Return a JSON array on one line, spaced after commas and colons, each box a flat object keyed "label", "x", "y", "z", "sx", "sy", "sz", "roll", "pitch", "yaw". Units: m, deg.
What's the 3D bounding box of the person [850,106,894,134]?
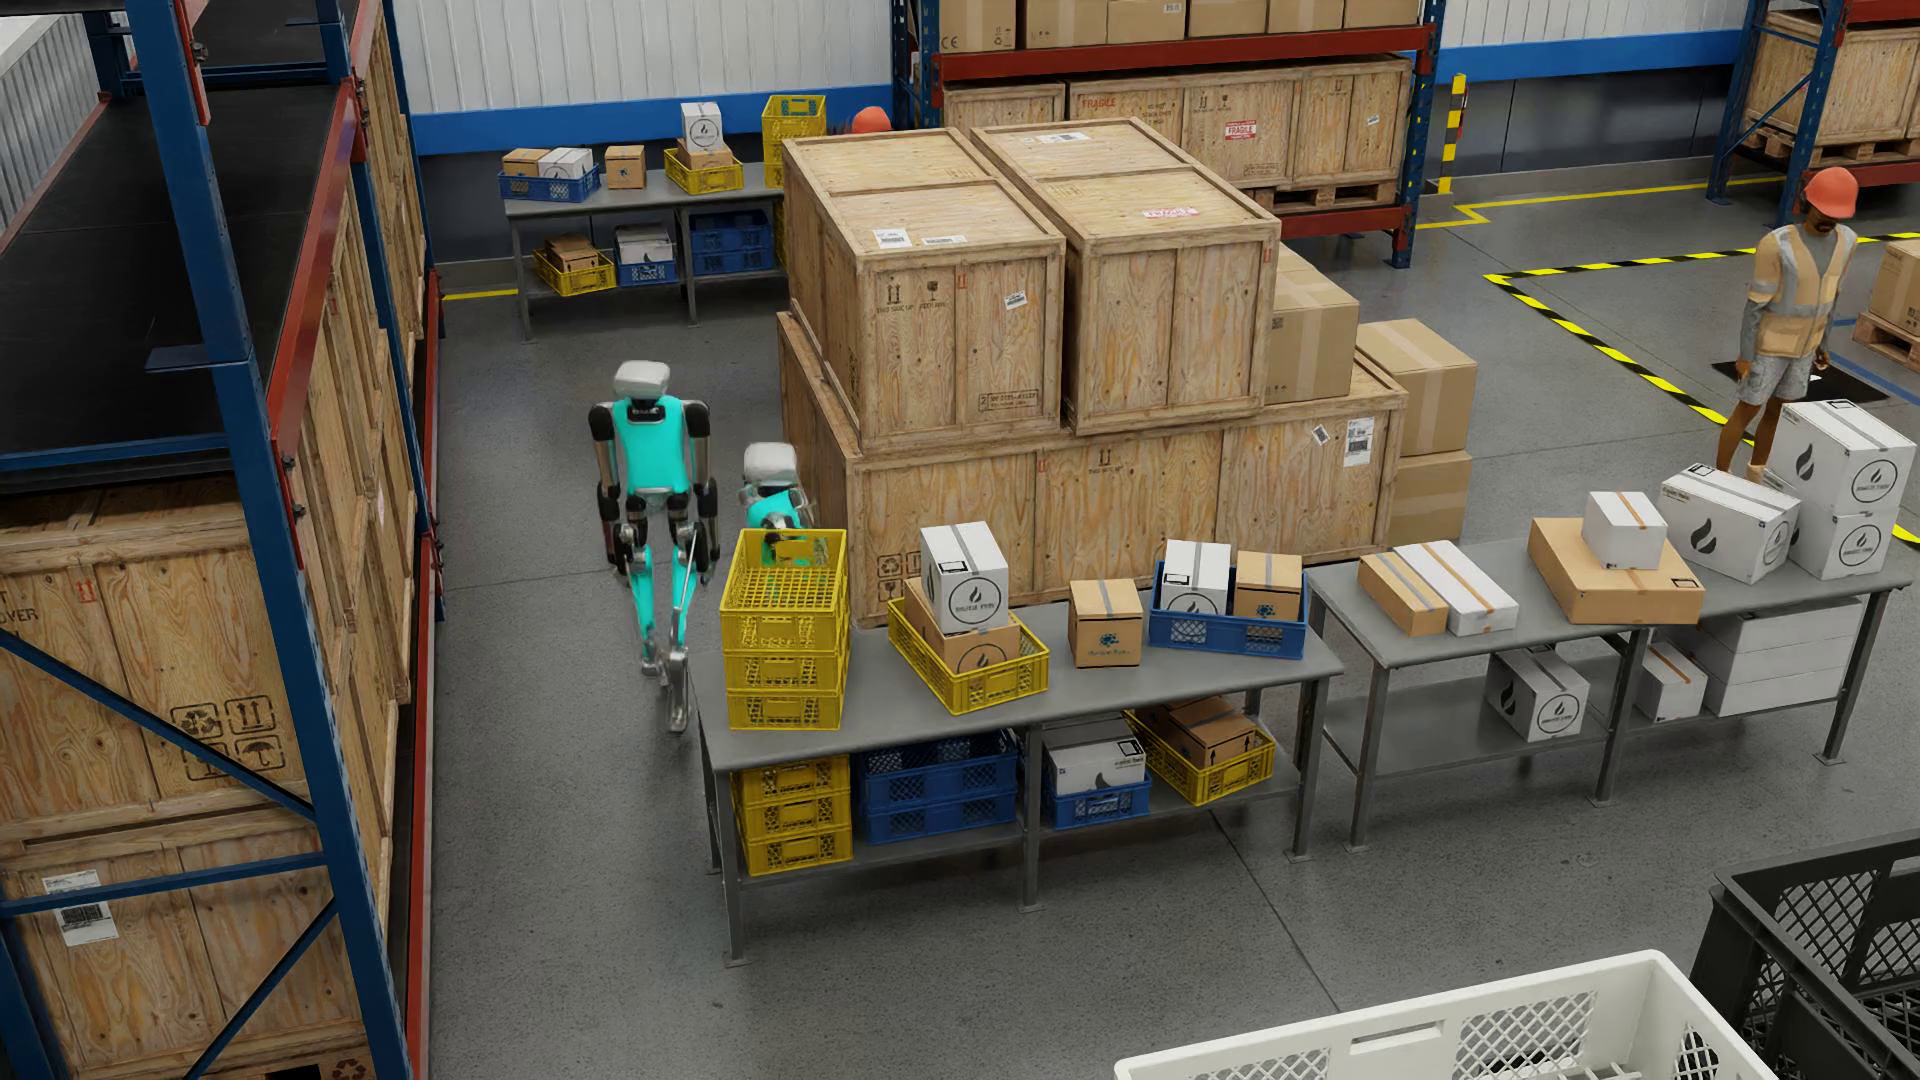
[{"label": "person", "x": -0.630, "y": -1.869, "z": 10.832, "sx": 0.970, "sy": 1.898, "sz": 0.556, "roll": -13, "pitch": 31, "yaw": -22}]

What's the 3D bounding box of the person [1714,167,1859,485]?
[{"label": "person", "x": 4.618, "y": -1.083, "z": 9.255, "sx": 0.610, "sy": 2.032, "sz": 0.398, "roll": -8, "pitch": 30, "yaw": -14}]

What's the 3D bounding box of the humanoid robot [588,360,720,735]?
[{"label": "humanoid robot", "x": -1.344, "y": 0.111, "z": 7.375, "sx": 0.543, "sy": 1.735, "sz": 0.978, "roll": -1, "pitch": 29, "yaw": -1}]

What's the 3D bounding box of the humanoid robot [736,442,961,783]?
[{"label": "humanoid robot", "x": -0.404, "y": 0.367, "z": 6.950, "sx": 0.979, "sy": 1.768, "sz": 0.556, "roll": -8, "pitch": 30, "yaw": -14}]
